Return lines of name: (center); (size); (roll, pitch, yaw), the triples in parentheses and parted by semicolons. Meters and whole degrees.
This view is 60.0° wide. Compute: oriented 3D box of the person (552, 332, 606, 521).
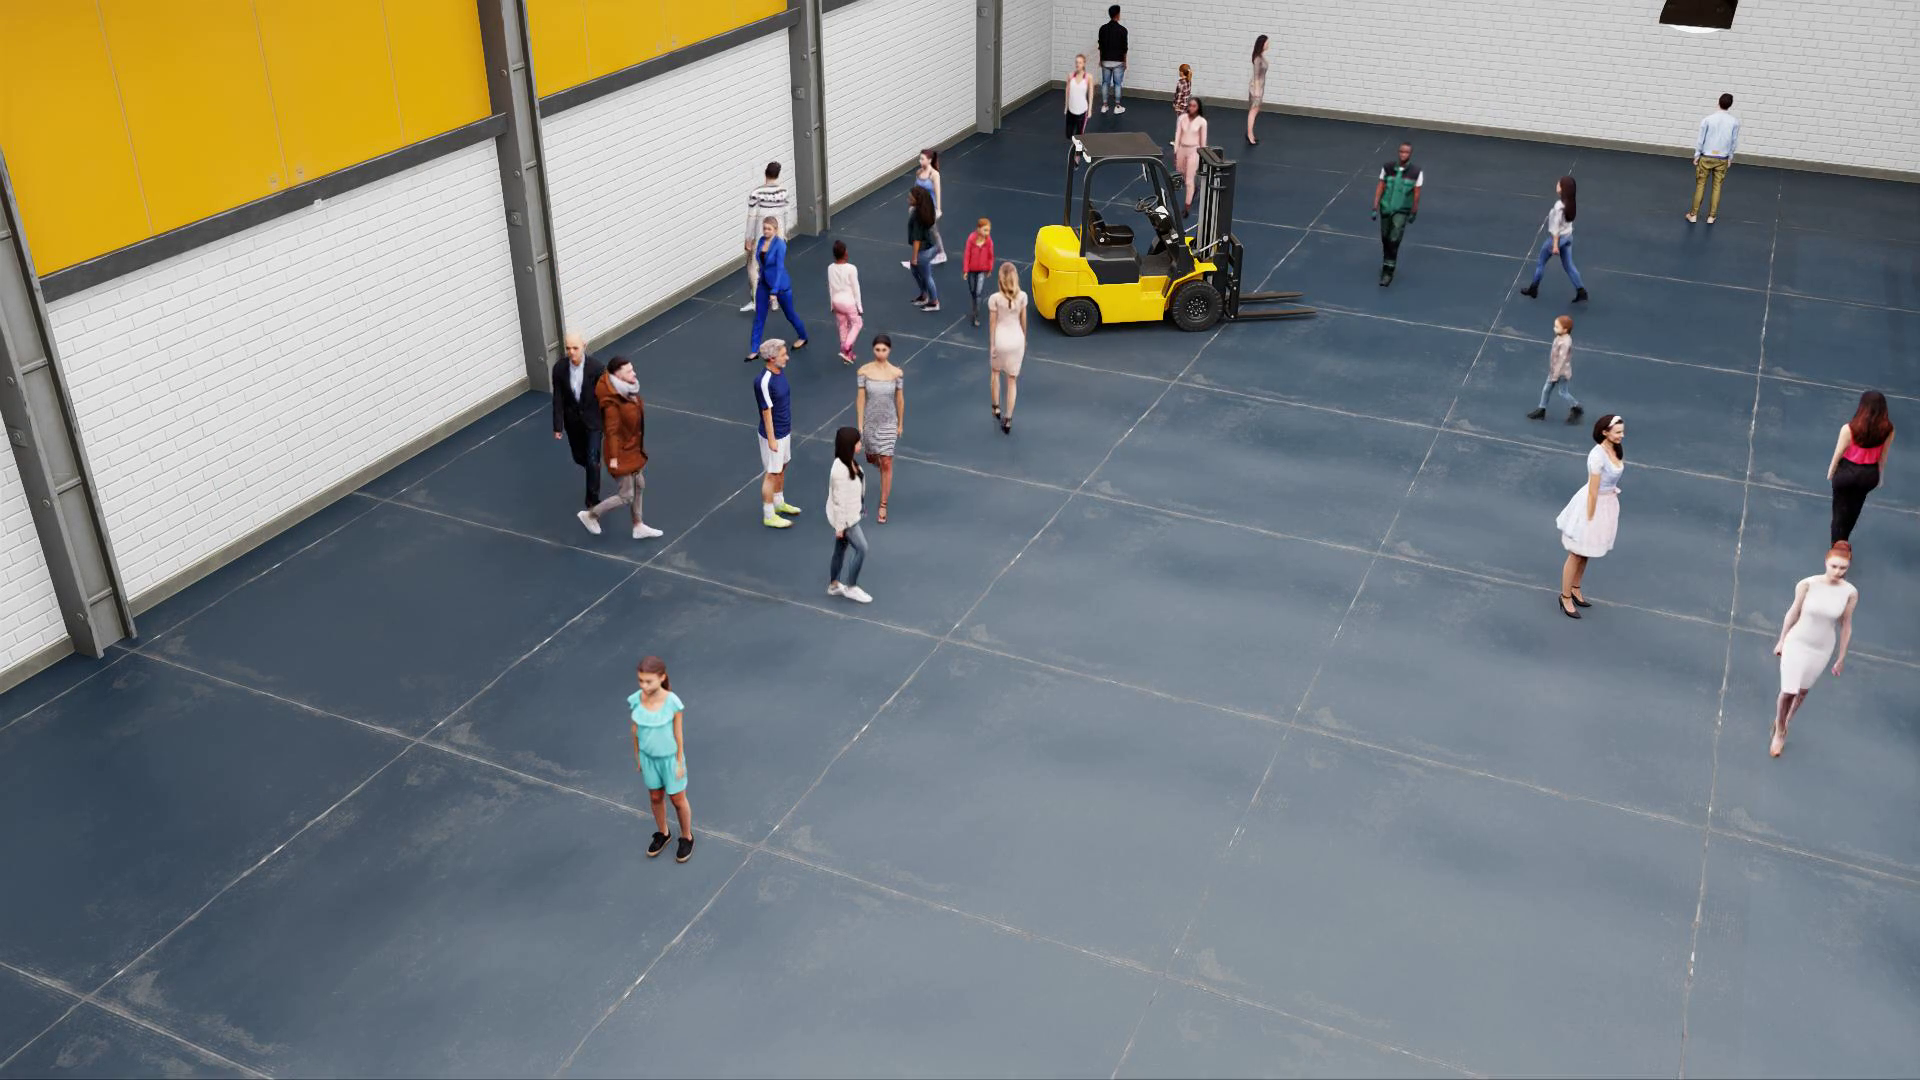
person: (-3.524, -1.127, 15.642); (1.017, 1.774, 1.259); (0, 29, 0)

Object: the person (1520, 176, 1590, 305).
person: (7.464, -3.650, 20.454); (1.102, 1.596, 0.938); (-24, 37, -37)

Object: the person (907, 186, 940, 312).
person: (-0.421, -3.535, 20.245); (0.761, 1.594, 0.651); (9, 30, 16)

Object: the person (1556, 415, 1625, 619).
person: (5.295, -0.215, 13.923); (0.840, 1.819, 0.750); (22, 36, 35)

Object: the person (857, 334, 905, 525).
person: (-0.753, -1.085, 15.544); (0.855, 1.796, 1.100); (0, 29, 1)

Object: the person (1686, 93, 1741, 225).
person: (10.593, -5.361, 23.365); (0.710, 1.812, 0.618); (8, 30, 14)

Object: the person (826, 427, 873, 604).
person: (-1.053, -0.221, 14.139); (0.804, 1.622, 0.704); (-2, 29, -3)

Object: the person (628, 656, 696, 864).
person: (-2.003, 1.442, 11.159); (0.580, 1.557, 0.573); (7, 29, 12)

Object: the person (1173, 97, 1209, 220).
person: (3.291, -5.457, 23.647); (0.697, 1.710, 0.892); (17, 33, 28)

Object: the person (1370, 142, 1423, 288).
person: (5.563, -4.196, 21.252); (0.735, 1.790, 1.215); (14, 32, 24)

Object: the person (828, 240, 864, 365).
person: (-1.330, -2.657, 18.796); (0.581, 1.440, 0.653); (13, 31, 23)

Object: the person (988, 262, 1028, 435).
person: (0.502, -1.947, 17.108); (0.799, 1.810, 0.907); (-2, 29, -4)

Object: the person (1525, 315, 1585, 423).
person: (6.354, -1.780, 17.461); (0.751, 1.178, 0.812); (-1, 29, -1)

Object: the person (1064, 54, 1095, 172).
person: (1.861, -6.644, 25.747); (0.622, 1.782, 0.668); (13, 31, 23)

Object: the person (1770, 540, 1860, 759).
person: (6.208, 0.763, 12.172); (0.638, 1.780, 0.671); (9, 30, 16)

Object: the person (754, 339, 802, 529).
person: (-1.715, -1.009, 15.360); (0.728, 1.838, 0.555); (6, 29, 12)

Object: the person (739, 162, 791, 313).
person: (-2.350, -3.675, 20.267); (0.823, 1.818, 0.972); (-22, 36, -35)

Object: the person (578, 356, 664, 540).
person: (-3.117, -0.794, 14.989); (0.991, 1.815, 1.038); (-1, 29, -1)

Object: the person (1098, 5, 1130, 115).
person: (2.640, -8.329, 28.803); (0.695, 1.814, 0.601); (15, 32, 25)

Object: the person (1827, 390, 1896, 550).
person: (7.906, -0.498, 14.631); (0.759, 1.638, 0.945); (3, 29, 6)

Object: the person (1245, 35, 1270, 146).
person: (4.820, -7.318, 27.023); (0.705, 1.744, 0.524); (6, 29, 10)

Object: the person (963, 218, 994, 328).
person: (0.208, -3.262, 20.075); (0.711, 1.277, 0.964); (3, 29, 5)

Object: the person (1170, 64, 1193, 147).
person: (3.624, -7.084, 27.052); (0.627, 1.305, 0.494); (19, 34, 31)

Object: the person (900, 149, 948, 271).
person: (-0.354, -4.313, 21.693); (1.112, 1.574, 0.897); (-19, 34, -31)

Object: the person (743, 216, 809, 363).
person: (-2.028, -2.868, 18.968); (0.744, 1.645, 1.177); (21, 35, 33)
